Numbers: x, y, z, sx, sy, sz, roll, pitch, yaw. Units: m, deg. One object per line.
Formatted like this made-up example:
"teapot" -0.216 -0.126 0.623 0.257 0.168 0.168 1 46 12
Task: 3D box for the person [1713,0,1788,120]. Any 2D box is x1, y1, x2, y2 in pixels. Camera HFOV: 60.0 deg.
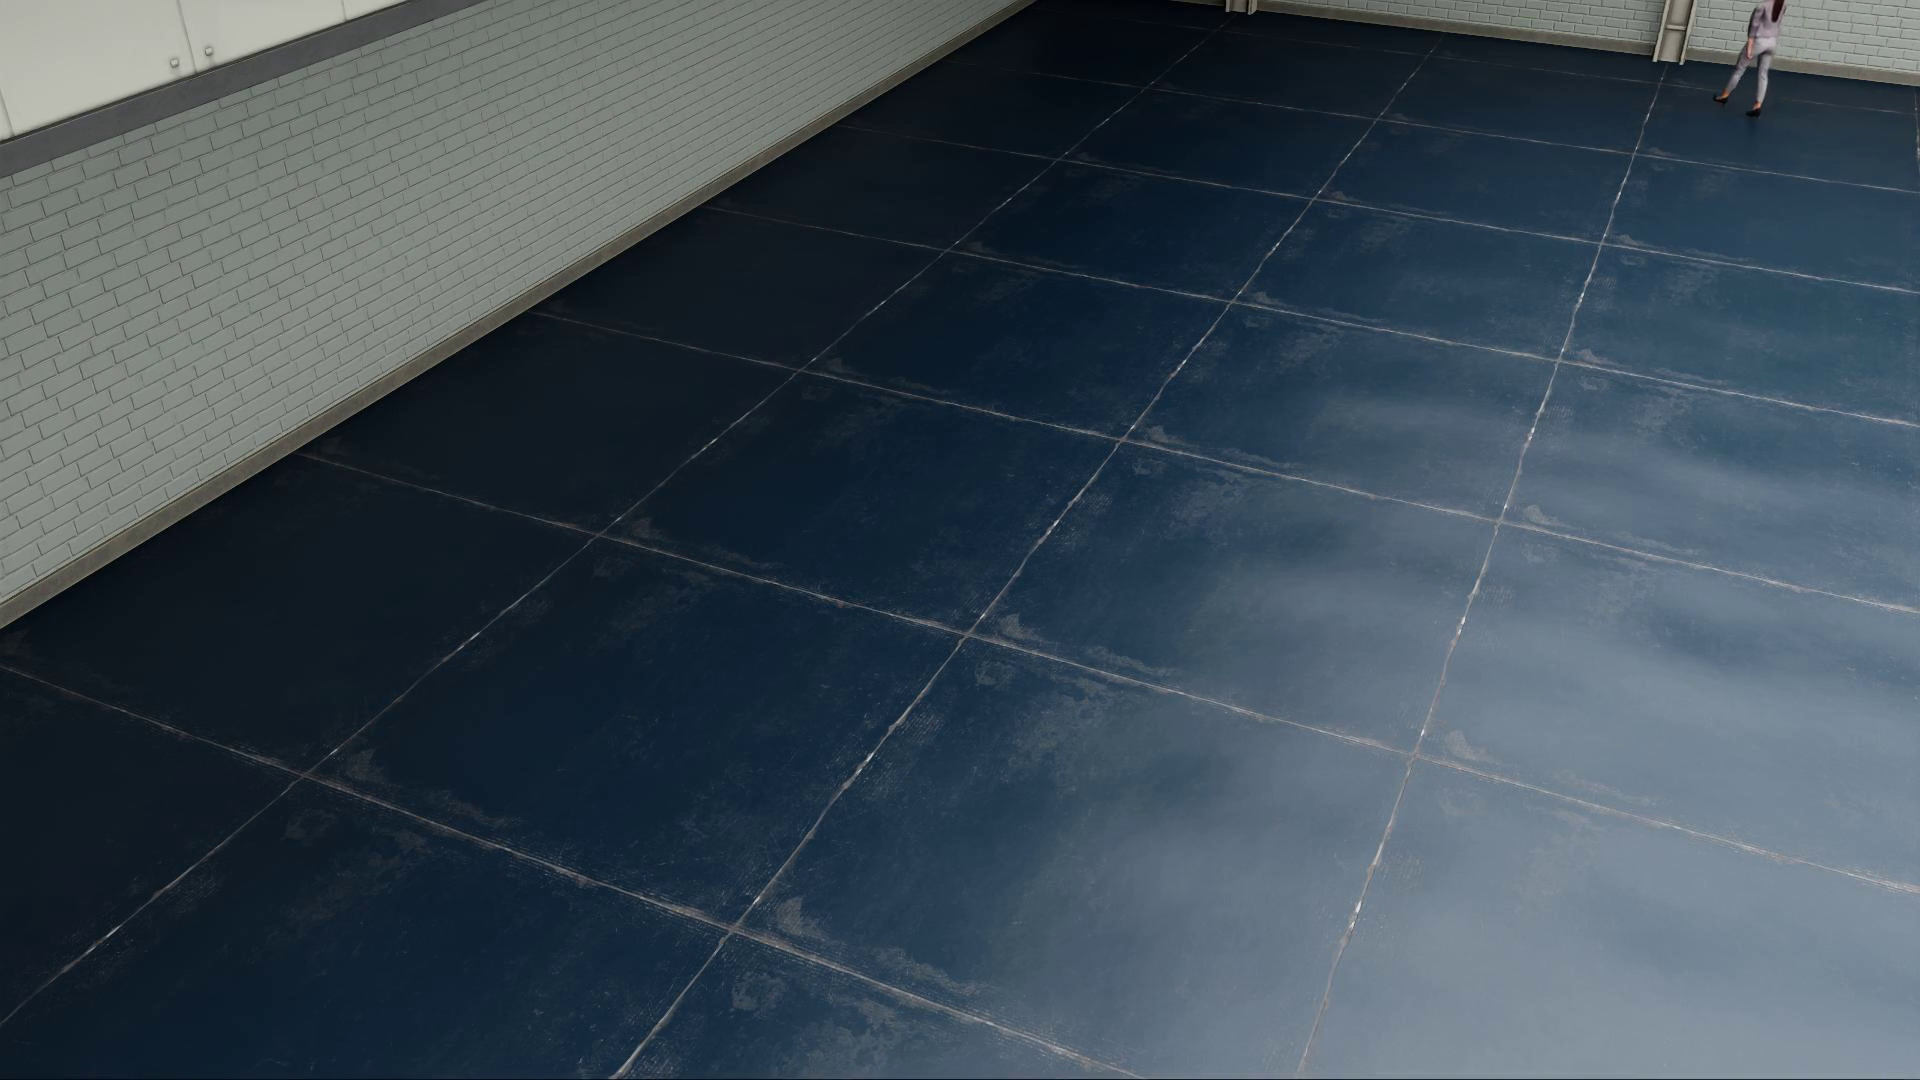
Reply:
"person" 9.683 -5.892 20.013 1.012 1.645 1.022 -7 33 -12
